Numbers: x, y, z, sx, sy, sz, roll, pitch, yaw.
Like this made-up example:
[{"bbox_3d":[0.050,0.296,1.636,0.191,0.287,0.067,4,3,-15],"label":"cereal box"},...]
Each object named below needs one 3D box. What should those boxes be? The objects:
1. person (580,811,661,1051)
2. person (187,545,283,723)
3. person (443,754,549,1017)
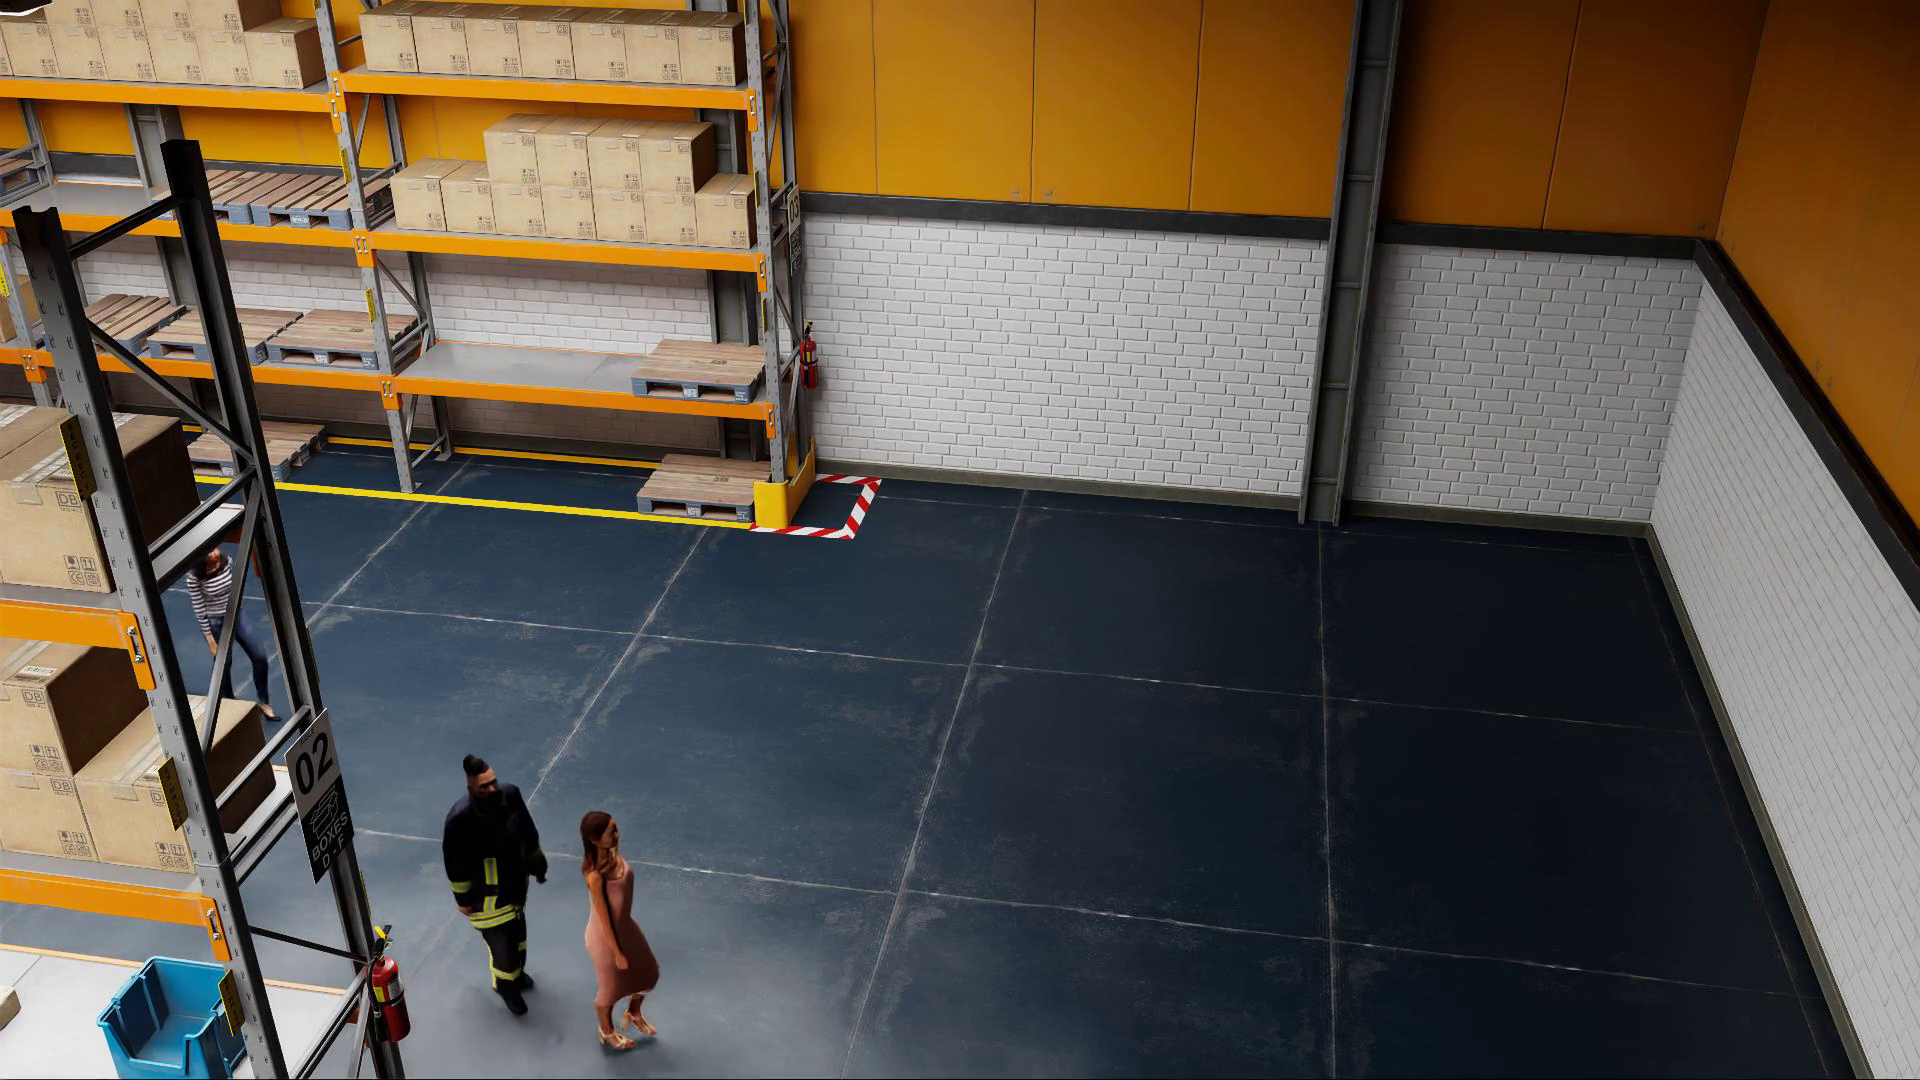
[{"bbox_3d":[-2.193,2.390,10.055,0.619,1.818,0.591,6,29,10],"label":"person"},{"bbox_3d":[-5.898,0.696,13.207,0.844,1.773,0.743,16,33,27],"label":"person"},{"bbox_3d":[-2.993,2.103,10.549,0.930,1.848,0.915,20,35,32],"label":"person"}]
